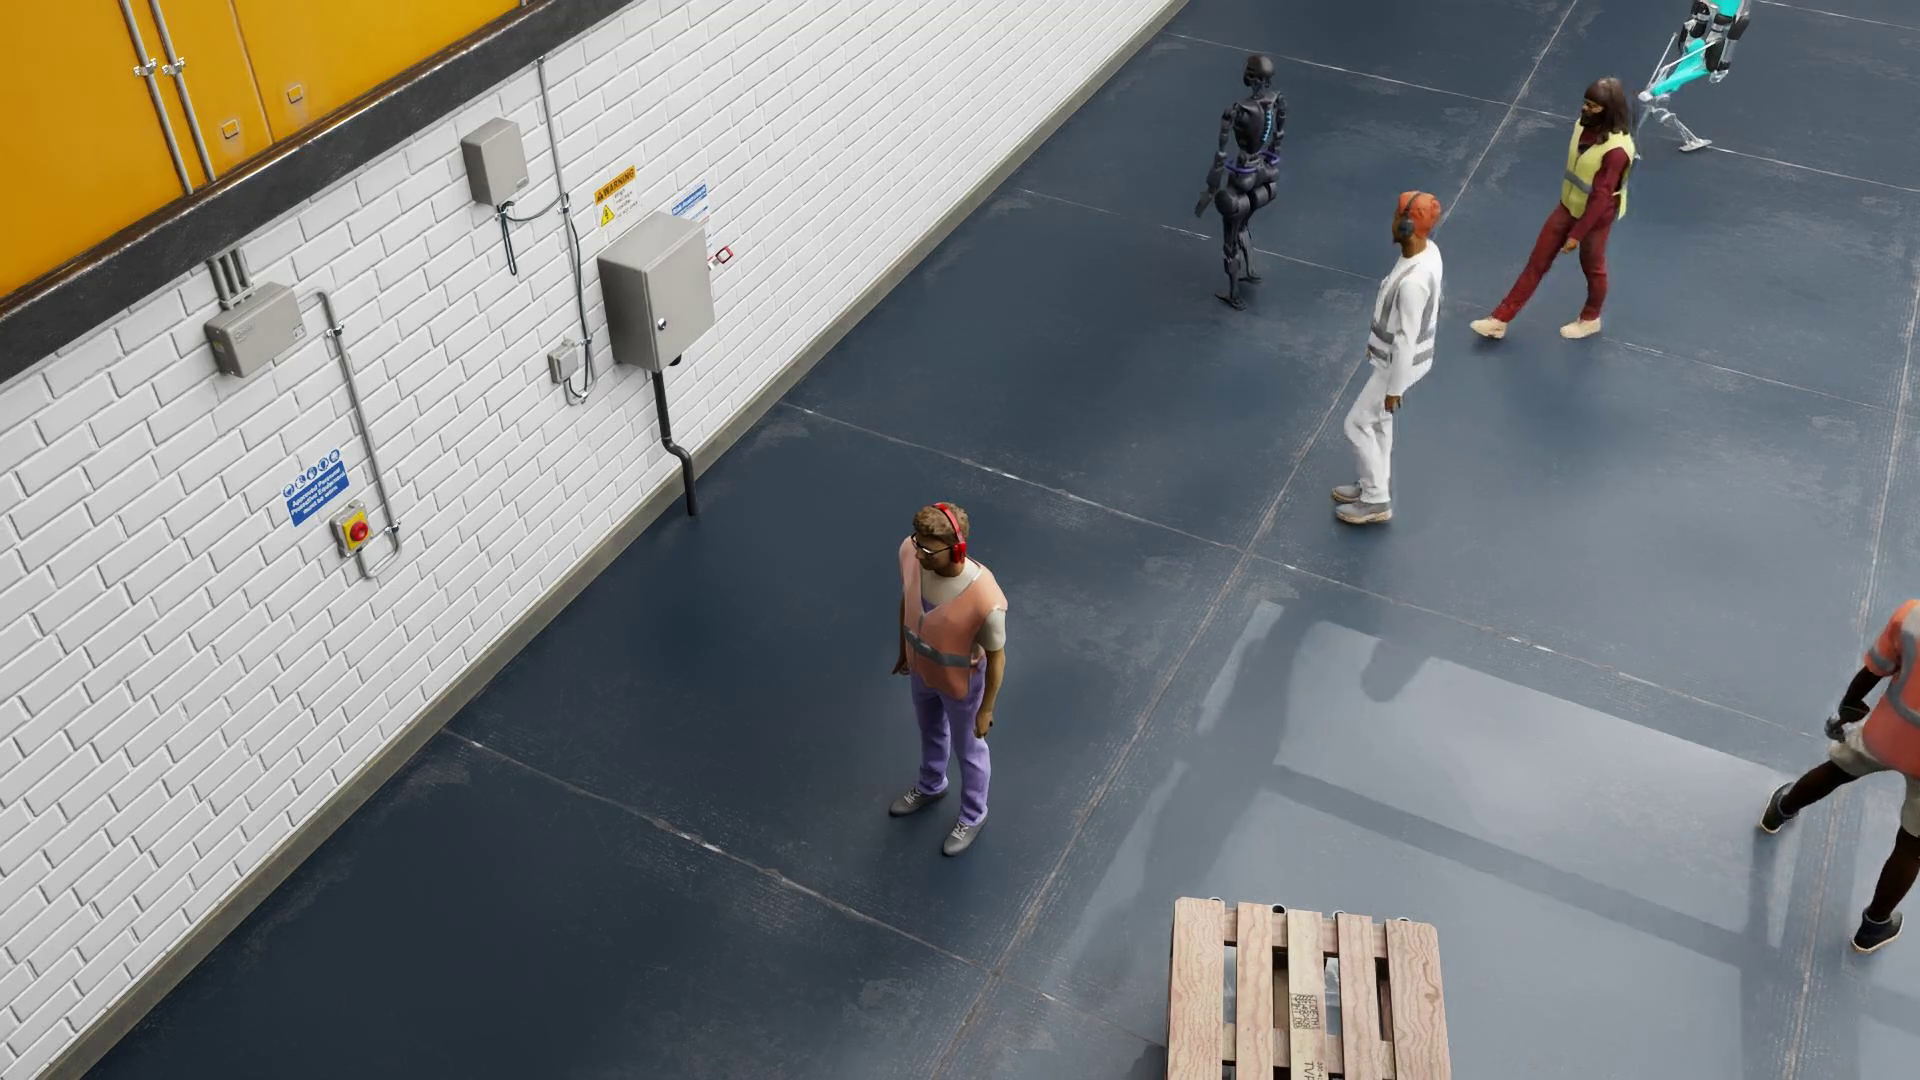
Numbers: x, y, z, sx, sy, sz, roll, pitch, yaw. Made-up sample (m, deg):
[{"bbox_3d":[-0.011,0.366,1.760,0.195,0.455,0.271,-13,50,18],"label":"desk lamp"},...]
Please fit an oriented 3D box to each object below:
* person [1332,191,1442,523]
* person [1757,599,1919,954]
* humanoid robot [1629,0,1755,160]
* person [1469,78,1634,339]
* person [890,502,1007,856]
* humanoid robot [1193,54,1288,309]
[{"bbox_3d":[2.265,-0.931,8.705,0.396,1.863,0.646,11,42,12],"label":"person"},{"bbox_3d":[3.809,0.758,6.702,0.524,1.928,0.770,-26,47,-27],"label":"person"},{"bbox_3d":[5.084,-3.444,11.745,1.033,1.770,0.539,-10,42,-11],"label":"humanoid robot"},{"bbox_3d":[3.650,-1.922,9.954,0.935,1.722,0.479,-14,43,-16],"label":"person"},{"bbox_3d":[-0.044,0.564,6.977,0.567,1.845,0.386,33,51,32],"label":"person"},{"bbox_3d":[1.759,-2.221,10.337,0.601,1.649,0.350,-24,46,-25],"label":"humanoid robot"}]
